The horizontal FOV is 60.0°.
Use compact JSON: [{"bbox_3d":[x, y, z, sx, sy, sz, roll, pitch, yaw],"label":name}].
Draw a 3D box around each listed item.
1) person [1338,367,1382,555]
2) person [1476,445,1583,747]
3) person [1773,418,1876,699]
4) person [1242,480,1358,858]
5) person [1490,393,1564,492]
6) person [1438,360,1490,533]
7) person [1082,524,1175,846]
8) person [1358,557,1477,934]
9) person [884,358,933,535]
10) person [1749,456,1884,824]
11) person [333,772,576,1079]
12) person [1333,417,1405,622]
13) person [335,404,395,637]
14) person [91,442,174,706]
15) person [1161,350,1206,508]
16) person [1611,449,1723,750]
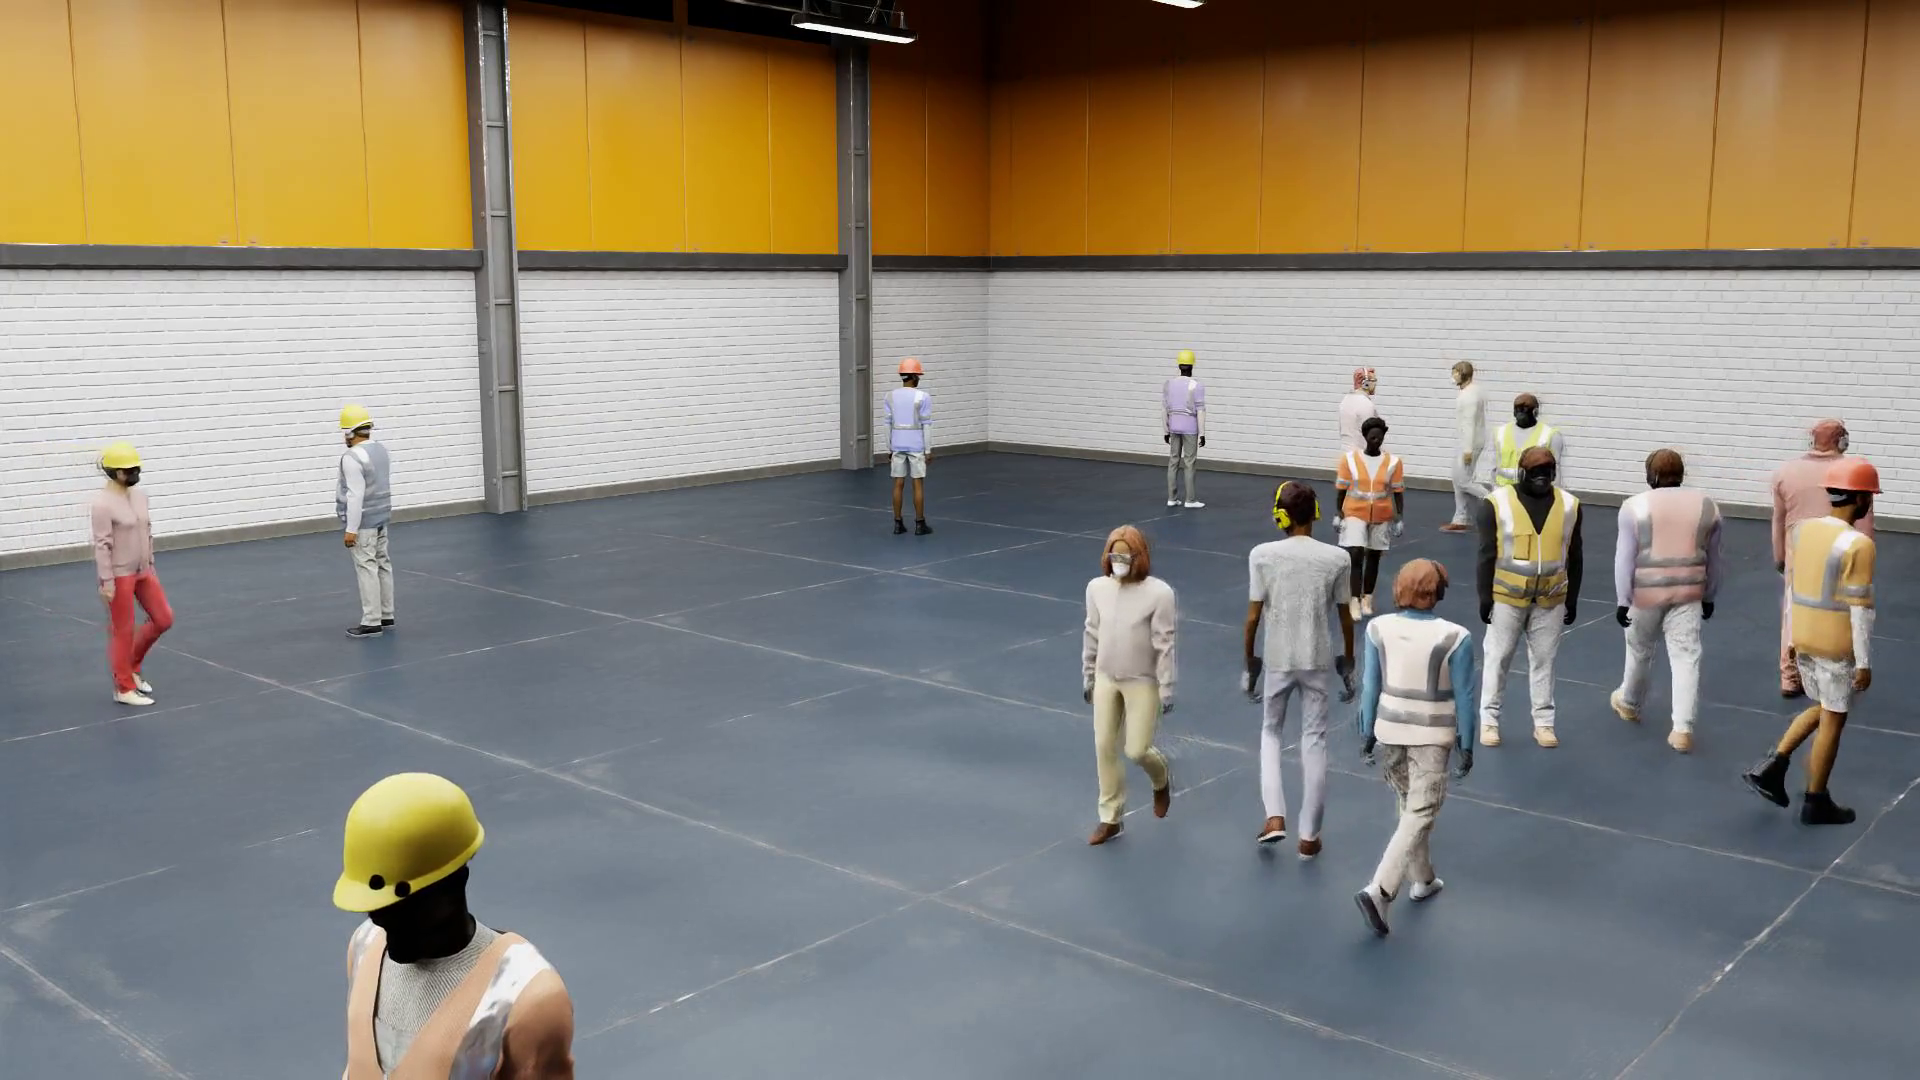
[{"bbox_3d":[4.091,-0.809,16.953,0.401,1.910,0.640,-2,9,-9],"label":"person"},{"bbox_3d":[3.405,0.343,9.975,0.629,1.835,0.432,1,9,3],"label":"person"},{"bbox_3d":[5.849,0.119,11.209,0.804,1.877,0.676,-8,12,-41],"label":"person"},{"bbox_3d":[1.672,0.629,8.108,0.563,1.850,0.383,2,9,12],"label":"person"},{"bbox_3d":[5.020,-0.408,14.751,0.632,1.816,0.869,7,11,35],"label":"person"},{"bbox_3d":[5.636,-1.005,18.154,0.642,1.918,0.644,2,9,12],"label":"person"},{"bbox_3d":[0.857,0.707,8.327,0.518,1.615,0.484,6,11,34],"label":"person"},{"bbox_3d":[1.974,0.882,7.298,0.518,1.606,0.797,8,12,42],"label":"person"},{"bbox_3d":[-0.556,-1.015,18.168,0.547,1.934,0.375,3,10,21],"label":"person"},{"bbox_3d":[4.448,0.526,8.531,0.478,1.919,0.566,-1,9,-8],"label":"person"},{"bbox_3d":[-0.998,1.371,3.235,0.585,1.918,0.378,5,11,31],"label":"person"},{"bbox_3d":[3.359,-0.164,13.593,0.556,1.671,0.663,1,9,4],"label":"person"},{"bbox_3d":[-4.682,-0.151,13.065,0.403,1.828,0.594,1,9,7],"label":"person"},{"bbox_3d":[-5.438,0.226,10.926,0.367,1.751,0.551,2,9,10],"label":"person"},{"bbox_3d":[2.743,-1.349,20.277,0.594,1.926,0.370,8,12,39],"label":"person"},{"bbox_3d":[4.320,0.333,10.206,0.653,1.778,1.012,1,9,6],"label":"person"}]
